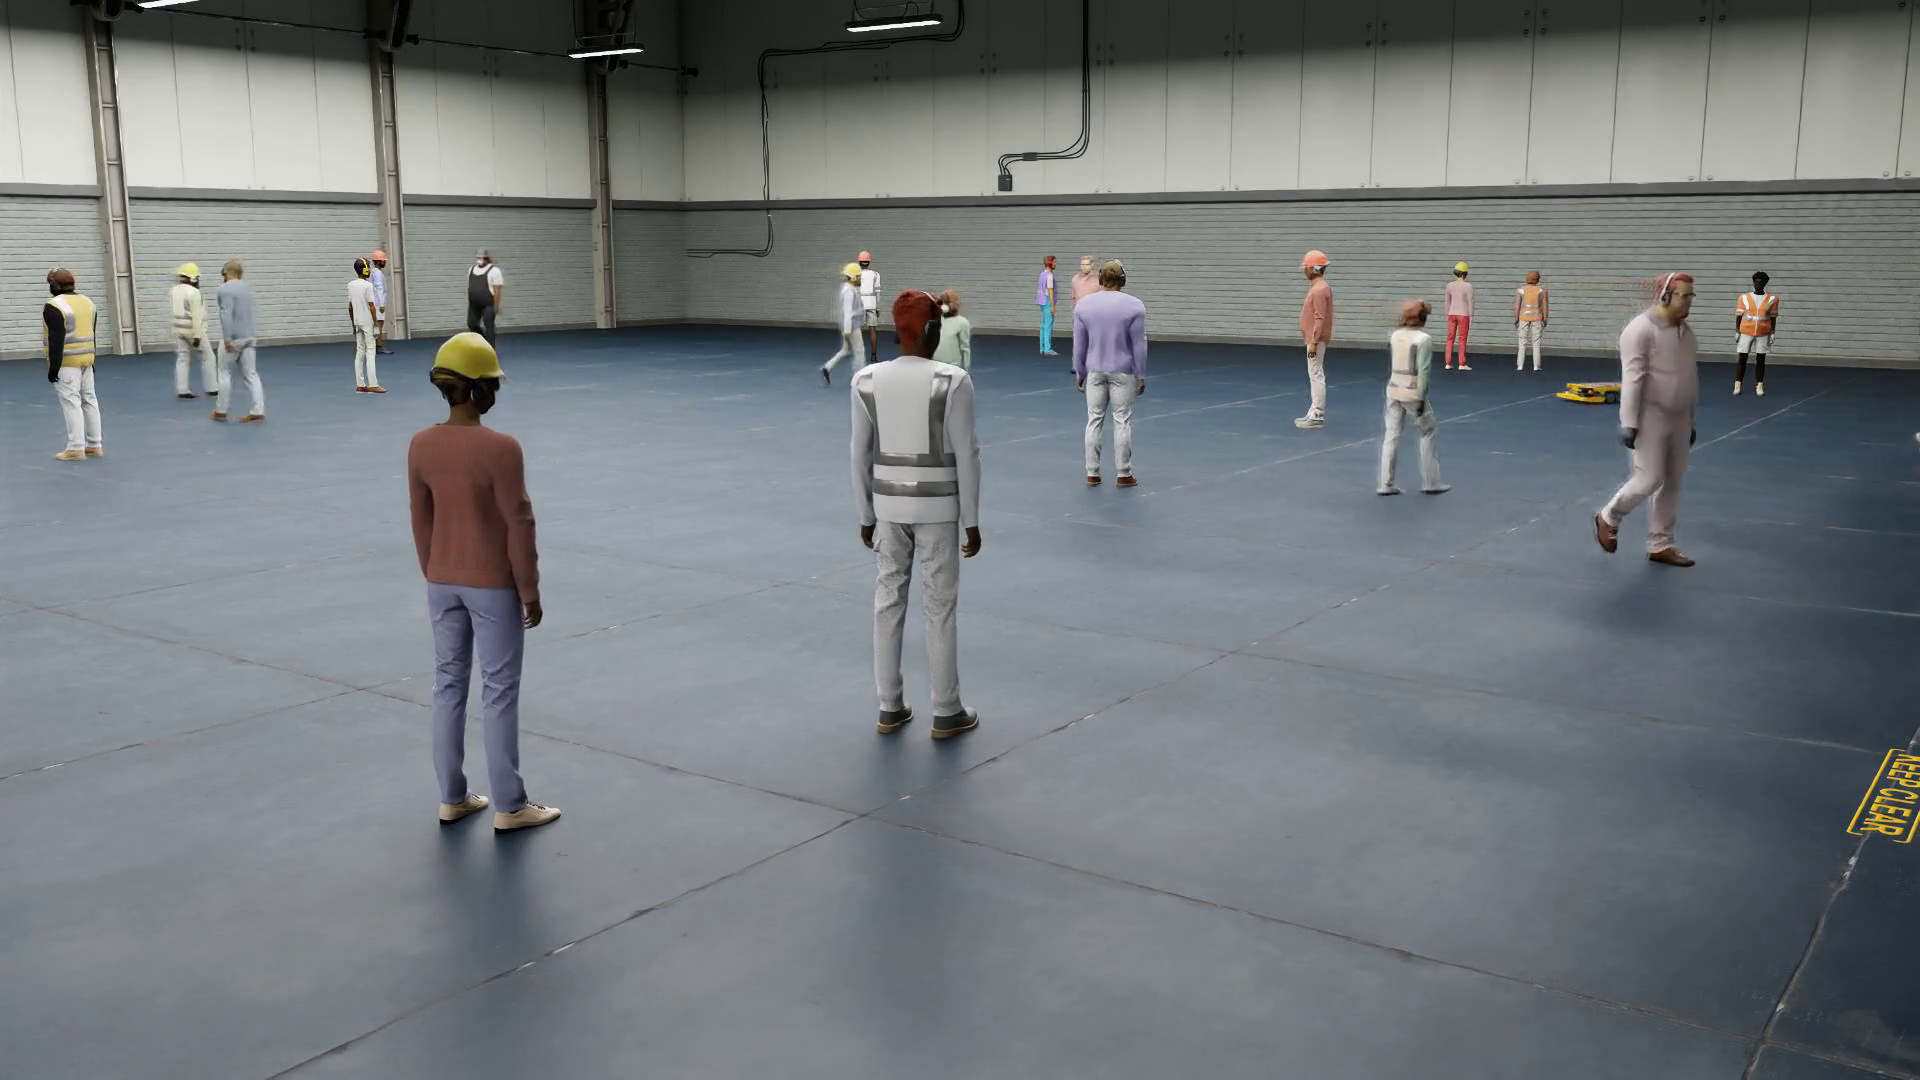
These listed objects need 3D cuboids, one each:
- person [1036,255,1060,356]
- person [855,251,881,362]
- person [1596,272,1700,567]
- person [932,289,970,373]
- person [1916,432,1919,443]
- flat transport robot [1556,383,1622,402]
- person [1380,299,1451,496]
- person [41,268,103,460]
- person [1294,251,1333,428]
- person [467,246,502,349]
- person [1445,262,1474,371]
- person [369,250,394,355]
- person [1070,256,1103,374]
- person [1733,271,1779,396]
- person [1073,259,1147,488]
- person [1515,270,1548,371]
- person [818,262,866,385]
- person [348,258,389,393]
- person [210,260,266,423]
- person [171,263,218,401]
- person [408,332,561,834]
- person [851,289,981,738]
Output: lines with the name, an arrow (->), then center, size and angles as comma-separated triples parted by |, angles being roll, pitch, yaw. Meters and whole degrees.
person -> 1.628, -4.344, 30.855 | 0.389, 1.849, 0.565 | -2, 10, -14
person -> -1.665, -4.078, 29.122 | 0.545, 1.938, 0.361 | -3, 11, -16
person -> 4.512, -0.781, 10.760 | 0.670, 1.891, 0.545 | -6, 12, -29
person -> -0.114, -1.833, 17.465 | 0.499, 1.606, 0.724 | 5, 11, 26
person -> 9.160, -1.597, 15.133 | 0.637, 1.972, 0.836 | -6, 12, -29
flat transport robot -> 8.670, -1.947, 21.854 | 1.431, 0.197, 0.652 | -2, 10, -11
person -> 3.785, -1.170, 13.737 | 0.728, 1.609, 0.517 | -5, 11, -28
person -> -8.568, -1.689, 16.012 | 0.429, 1.839, 0.634 | 1, 10, 7
person -> 3.995, -2.255, 18.766 | 0.385, 1.990, 0.608 | 2, 10, 10
person -> -8.649, -4.314, 30.150 | 0.710, 2.000, 0.536 | 4, 11, 21
person -> 8.182, -3.658, 27.243 | 0.301, 1.772, 0.525 | -9, 13, -40
person -> -10.865, -4.444, 31.169 | 0.375, 1.939, 0.546 | -5, 11, -27
person -> 2.016, -3.573, 26.491 | 0.641, 1.870, 0.858 | 4, 11, 19
person -> 10.870, -2.816, 22.736 | 0.532, 1.693, 0.319 | 4, 11, 22
person -> 1.281, -1.409, 14.167 | 0.636, 1.938, 0.358 | 4, 11, 19
person -> 9.294, -3.563, 27.077 | 0.520, 1.636, 0.312 | 5, 11, 24
person -> -1.629, -3.090, 23.956 | 0.760, 1.811, 0.604 | -1, 10, -8
person -> -8.245, -2.967, 23.091 | 0.509, 1.872, 0.329 | 6, 12, 30
person -> -8.455, -2.307, 19.363 | 0.744, 1.884, 0.702 | 3, 10, 15
person -> -10.126, -2.761, 22.095 | 0.601, 1.801, 0.743 | 6, 12, 30
person -> -1.697, 0.157, 5.876 | 0.525, 1.770, 0.306 | 5, 11, 26
person -> -0.177, -0.105, 7.011 | 0.572, 1.886, 0.353 | 4, 11, 22
